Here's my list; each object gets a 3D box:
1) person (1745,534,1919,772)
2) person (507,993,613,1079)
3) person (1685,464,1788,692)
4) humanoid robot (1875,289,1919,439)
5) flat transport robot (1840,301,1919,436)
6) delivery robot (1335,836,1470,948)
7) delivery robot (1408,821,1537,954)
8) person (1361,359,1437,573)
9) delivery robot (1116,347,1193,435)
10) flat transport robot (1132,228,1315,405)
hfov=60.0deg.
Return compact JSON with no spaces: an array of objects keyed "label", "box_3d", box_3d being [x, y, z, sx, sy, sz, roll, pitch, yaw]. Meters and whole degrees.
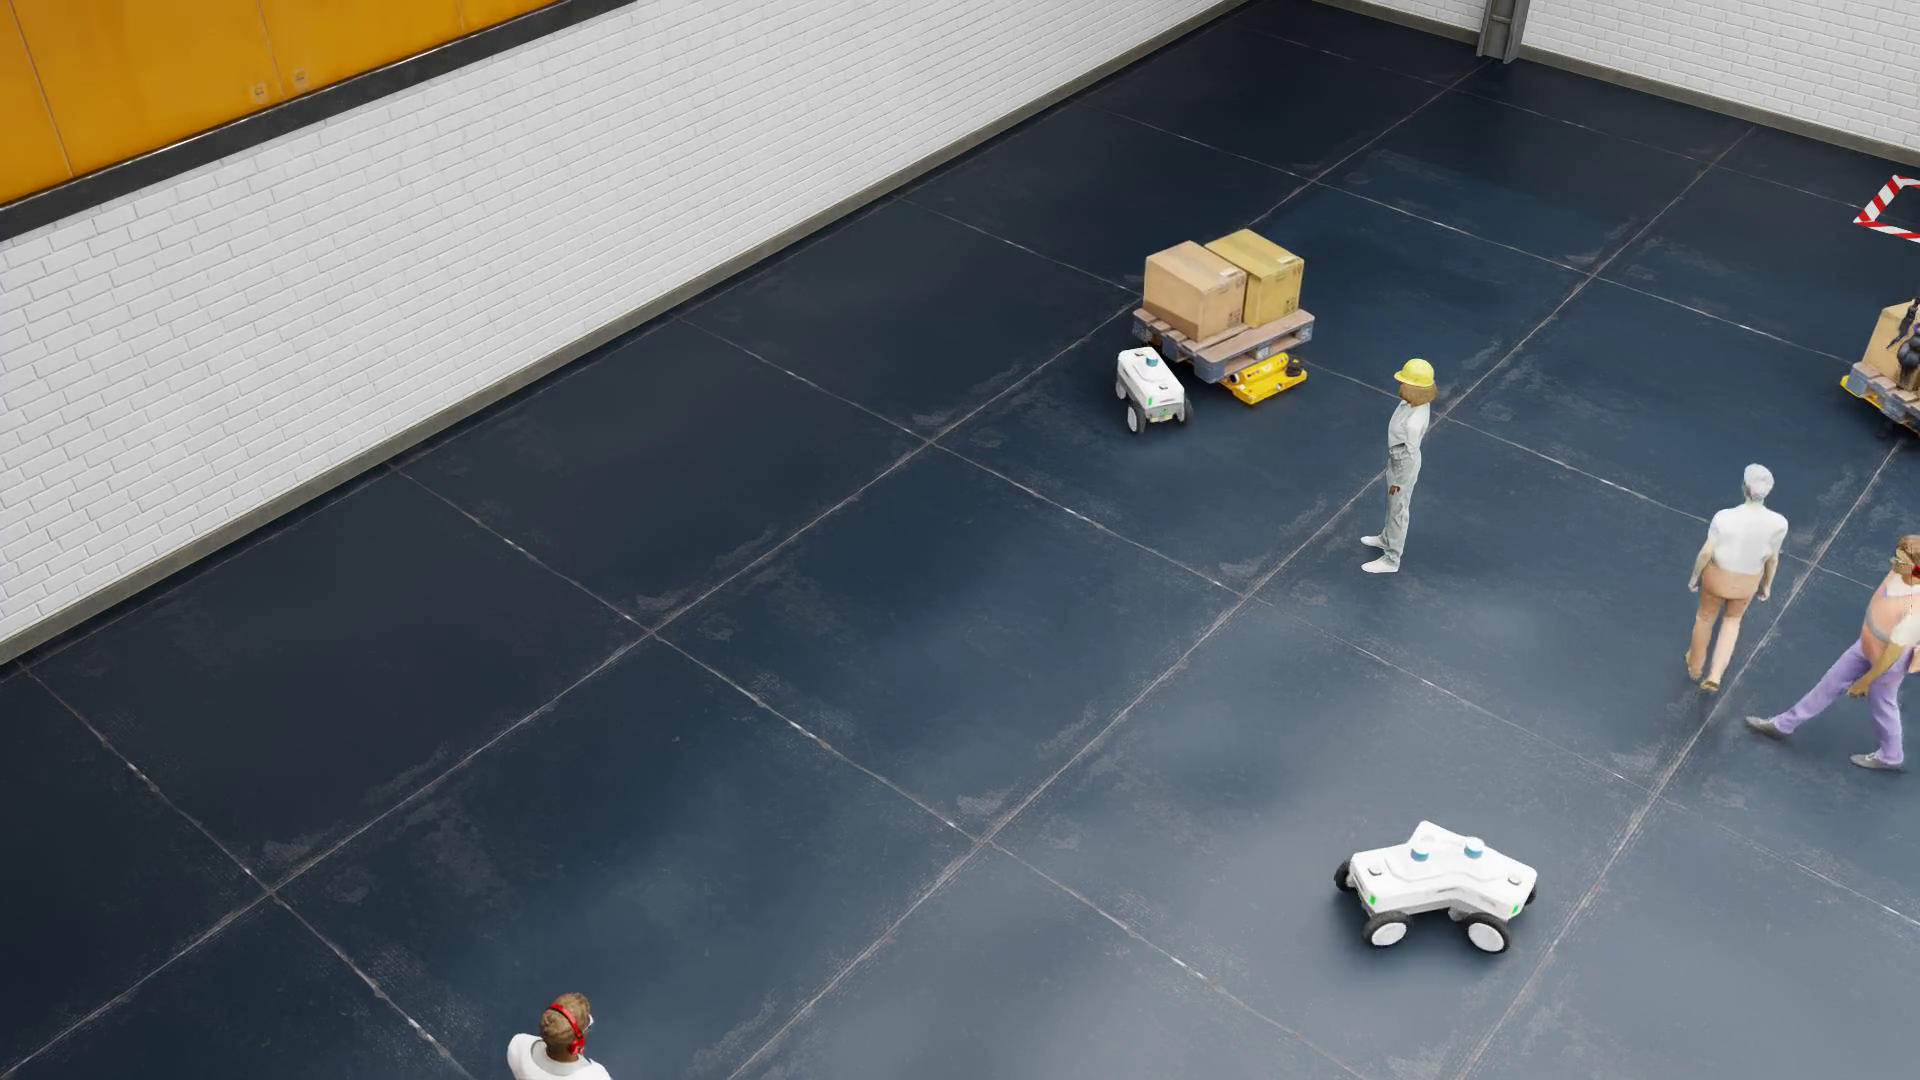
[{"label":"person","box_3d":[5.600,0.694,10.212,0.950,1.784,0.576,9,40,11]},{"label":"person","box_3d":[-1.746,2.742,7.641,0.570,1.830,0.405,17,42,20]},{"label":"person","box_3d":[5.005,0.279,10.772,0.508,1.734,0.494,10,40,12]},{"label":"humanoid robot","box_3d":[7.634,-1.527,13.066,0.593,1.656,0.430,28,47,31]},{"label":"flat transport robot","box_3d":[7.998,-1.037,13.574,0.659,0.231,1.431,-14,41,-17]},{"label":"delivery robot","box_3d":[2.582,1.983,9.612,0.790,0.614,0.499,-8,40,-10]},{"label":"delivery robot","box_3d":[2.933,1.949,9.615,0.745,0.565,0.499,23,44,26]},{"label":"person","box_3d":[3.108,-0.530,11.768,0.294,1.744,0.484,7,39,9]},{"label":"delivery robot","box_3d":[1.562,-1.235,13.607,0.499,0.614,0.815,-11,40,-13]},{"label":"flat transport robot","box_3d":[2.250,-1.658,14.345,0.659,0.231,1.431,-25,45,-27]}]
